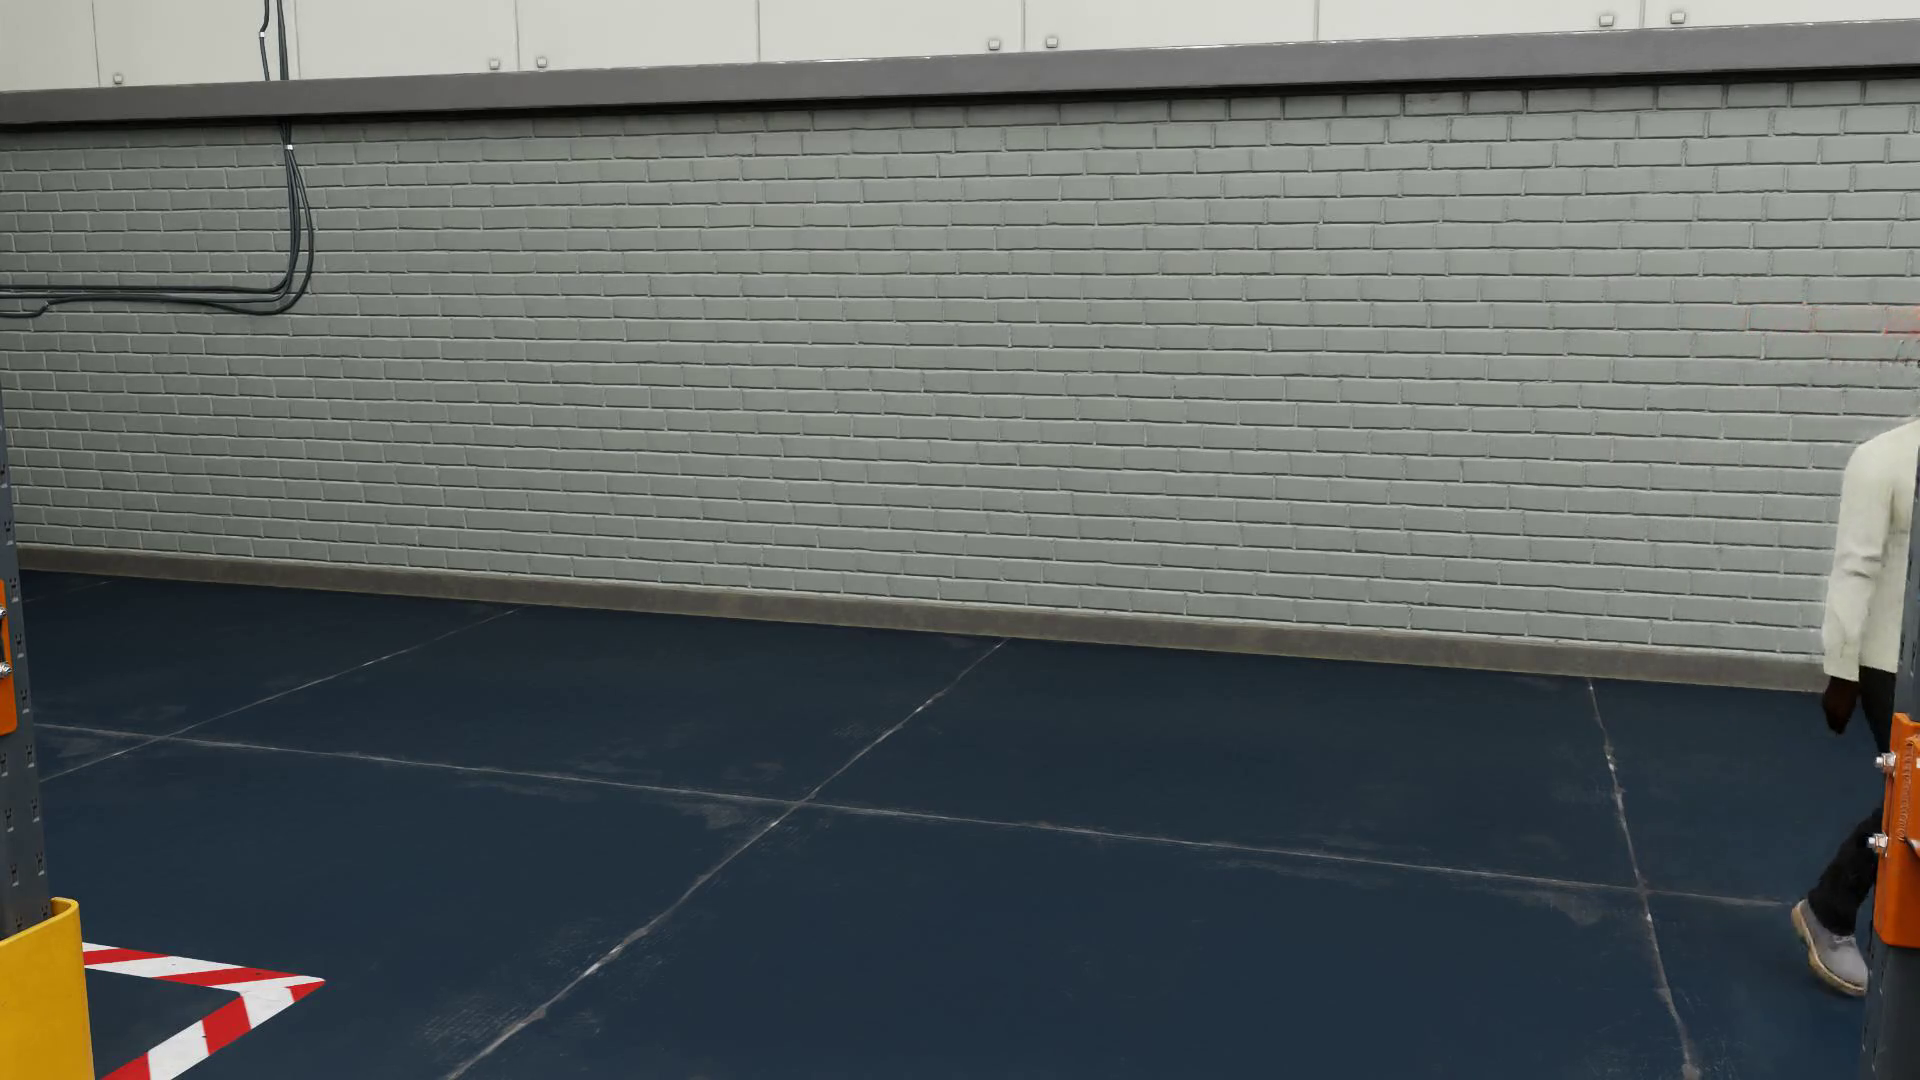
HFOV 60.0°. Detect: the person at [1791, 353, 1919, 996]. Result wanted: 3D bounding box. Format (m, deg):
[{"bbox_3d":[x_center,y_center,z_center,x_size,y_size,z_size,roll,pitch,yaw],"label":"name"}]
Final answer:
[{"bbox_3d":[2.666,0.342,4.524,0.610,1.976,0.439,-3,10,-19],"label":"person"}]
